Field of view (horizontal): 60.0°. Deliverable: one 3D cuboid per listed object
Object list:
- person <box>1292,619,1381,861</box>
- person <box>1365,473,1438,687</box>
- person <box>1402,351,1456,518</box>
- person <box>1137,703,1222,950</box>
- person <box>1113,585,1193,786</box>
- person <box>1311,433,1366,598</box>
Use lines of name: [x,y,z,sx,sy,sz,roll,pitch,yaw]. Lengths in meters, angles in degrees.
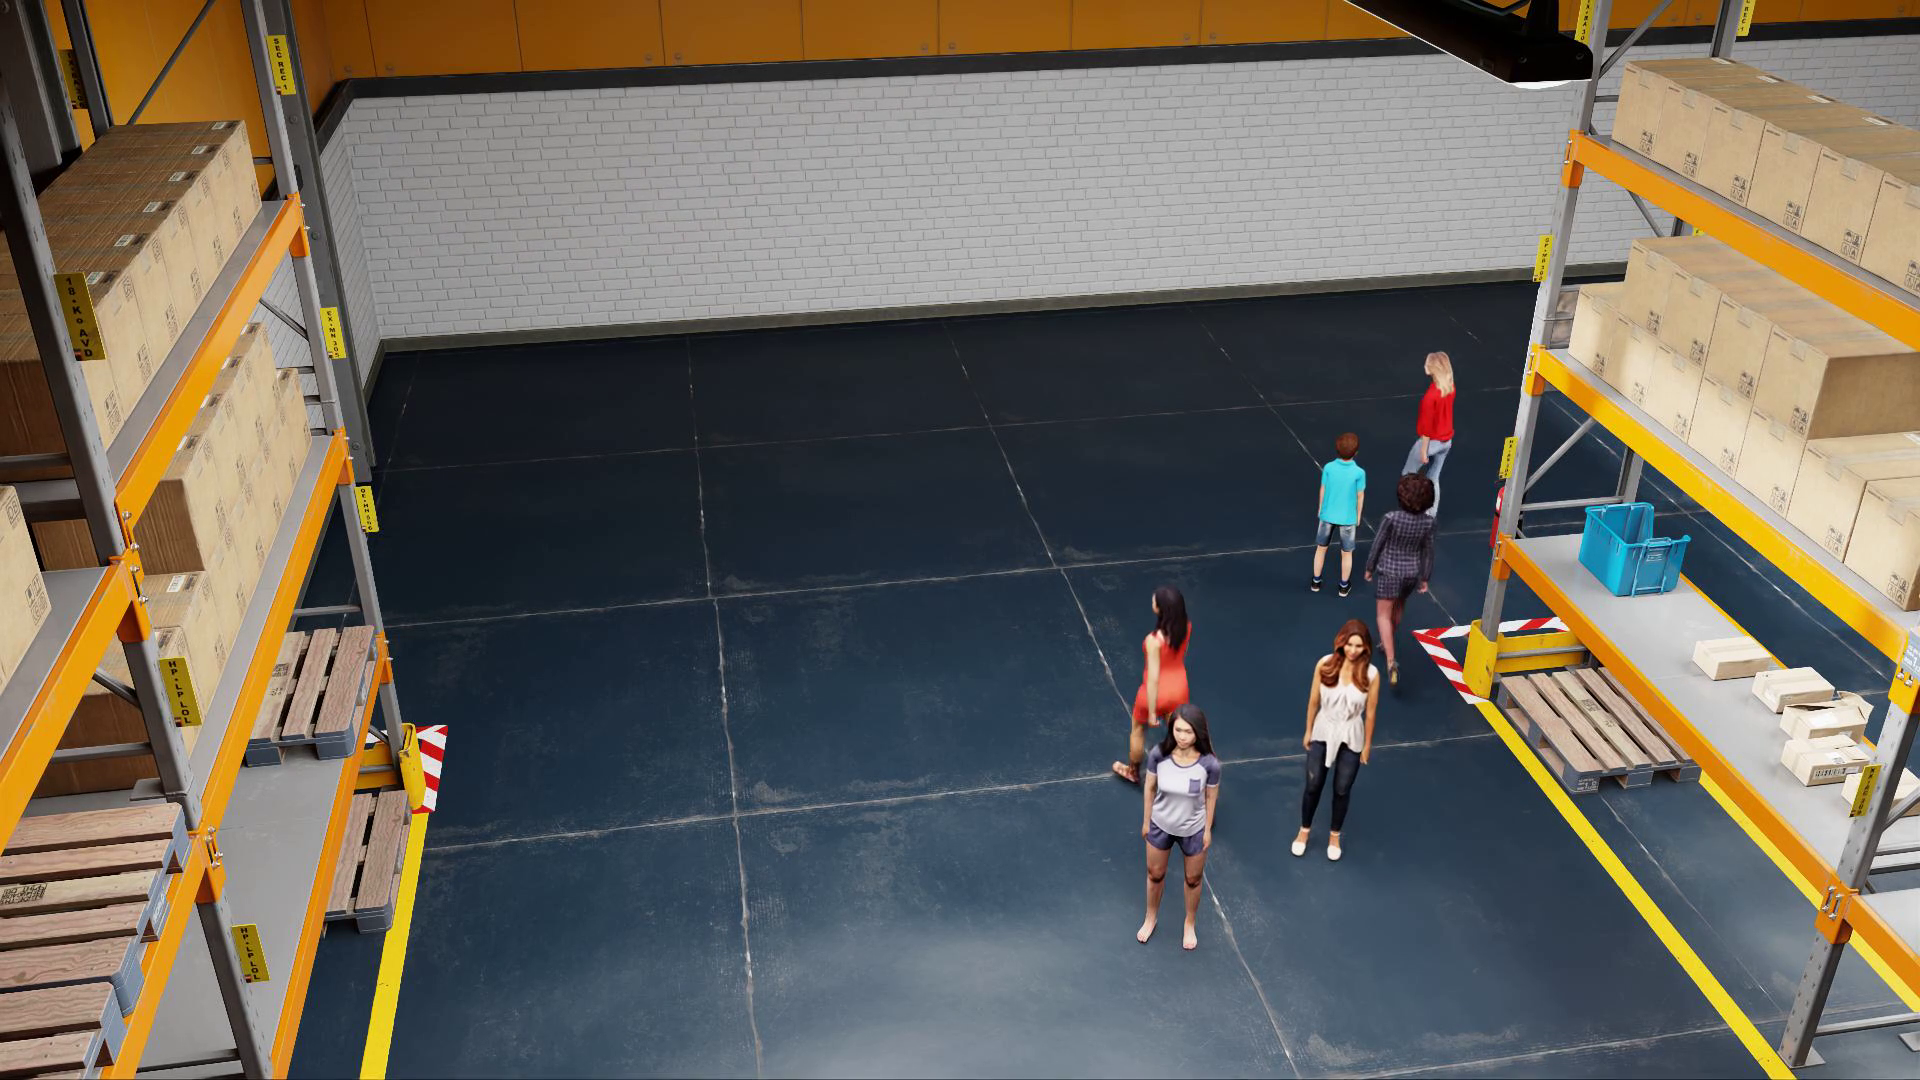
person: [2.452,1.276,10.765,0.667,1.783,0.681,10,30,18]
person: [3.336,0.325,12.623,0.740,1.673,1.048,-3,29,-5]
person: [4.254,-0.825,14.712,0.715,1.692,0.729,-22,35,-34]
person: [1.325,1.714,10.043,0.670,1.706,0.665,7,29,12]
person: [1.447,1.090,11.206,0.934,1.687,1.184,-20,34,-32]
person: [3.159,-0.224,13.867,0.586,1.446,0.613,11,30,19]
